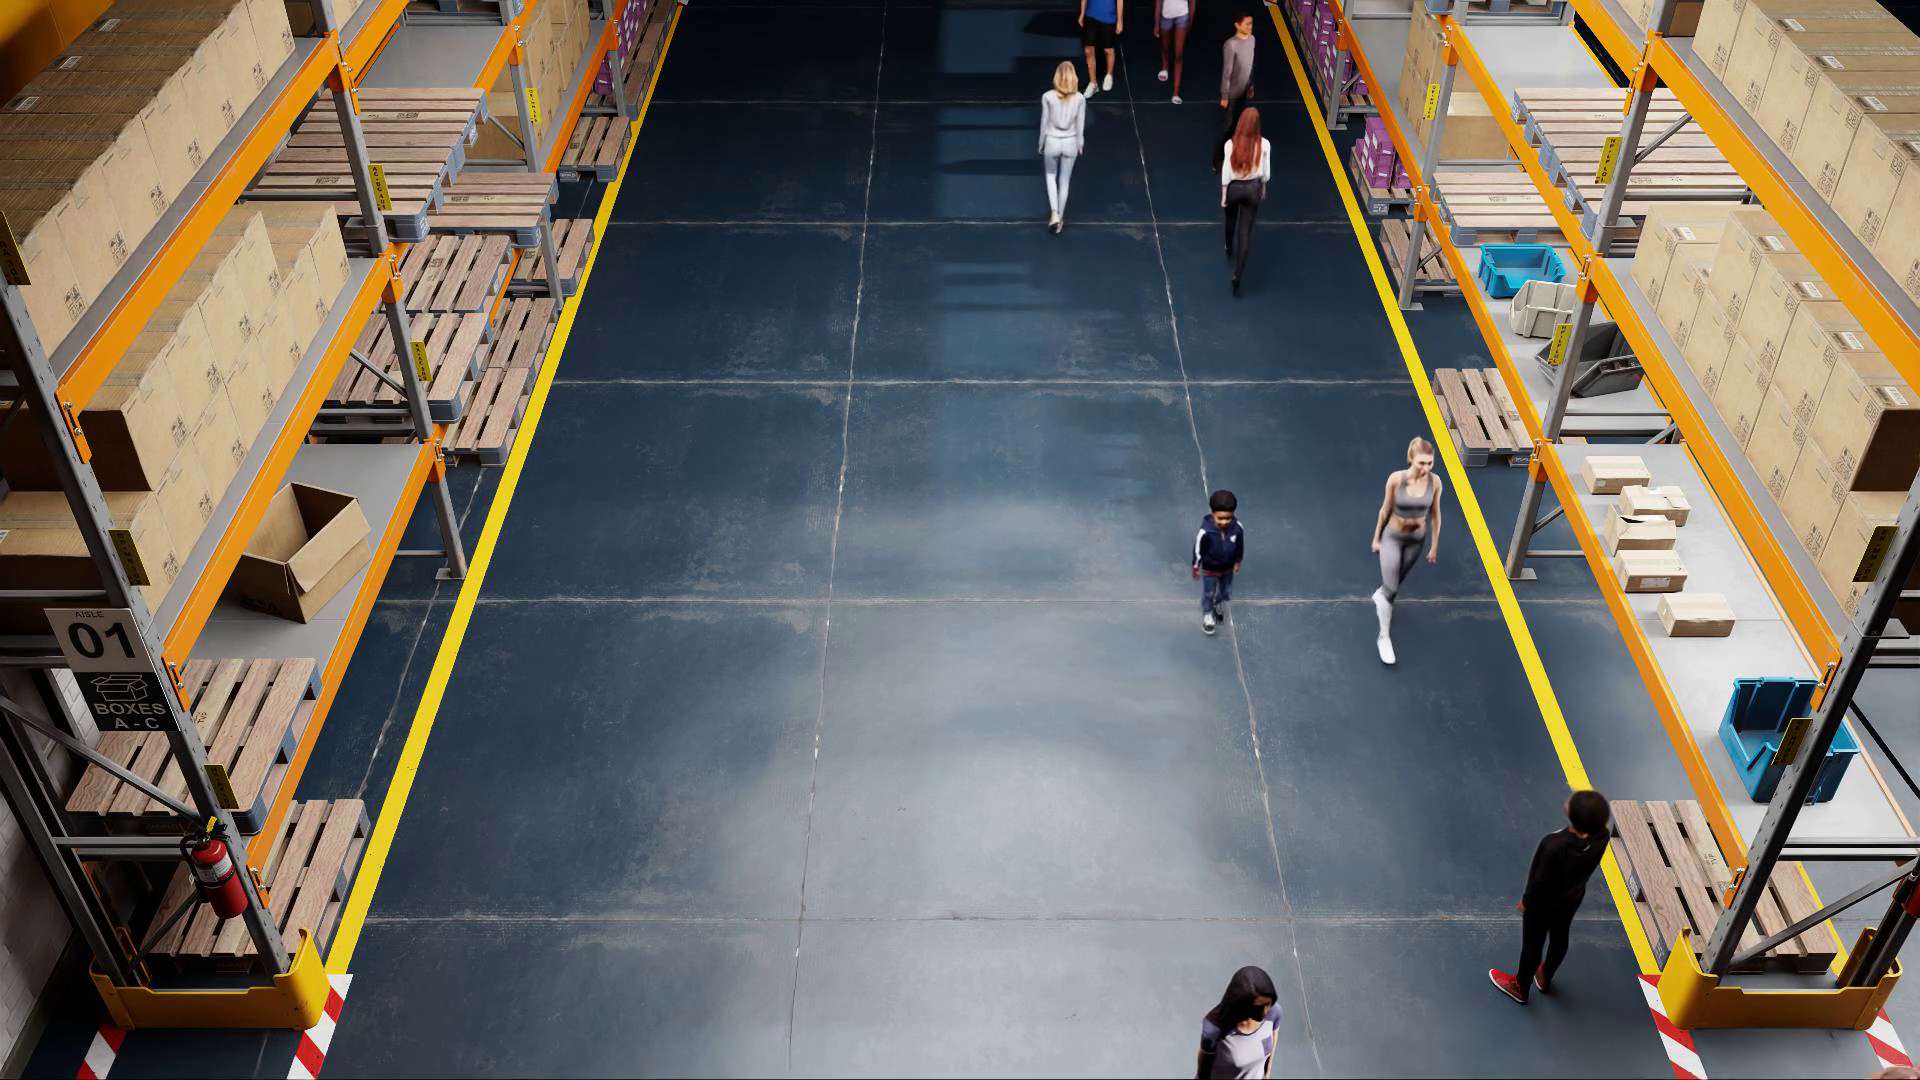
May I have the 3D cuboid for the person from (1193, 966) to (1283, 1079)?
[{"bbox_3d":[1.373,2.696,8.378,0.655,1.704,0.645,-15,41,-18],"label":"person"}]

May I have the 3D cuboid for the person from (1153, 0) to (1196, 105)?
[{"bbox_3d":[2.472,-6.025,19.324,0.714,1.672,1.246,4,39,5],"label":"person"}]

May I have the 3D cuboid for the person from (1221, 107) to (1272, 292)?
[{"bbox_3d":[2.682,-3.186,15.742,0.657,1.707,1.163,2,39,3],"label":"person"}]

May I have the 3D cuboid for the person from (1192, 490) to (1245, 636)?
[{"bbox_3d":[1.856,0.122,11.995,0.551,1.214,0.526,-4,39,-5],"label":"person"}]

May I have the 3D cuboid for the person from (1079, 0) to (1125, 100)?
[{"bbox_3d":[1.664,-6.088,19.288,0.914,1.817,1.047,11,40,13],"label":"person"}]

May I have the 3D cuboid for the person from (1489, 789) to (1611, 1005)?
[{"bbox_3d":[3.341,1.980,9.300,0.677,1.672,0.684,-16,41,-19],"label":"person"}]

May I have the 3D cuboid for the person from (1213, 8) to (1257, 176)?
[{"bbox_3d":[2.910,-4.793,17.705,0.794,1.768,0.732,-6,39,-8],"label":"person"}]

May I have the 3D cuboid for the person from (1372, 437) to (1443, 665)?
[{"bbox_3d":[3.140,-0.034,11.819,0.605,1.676,0.964,-2,39,-2],"label":"person"}]

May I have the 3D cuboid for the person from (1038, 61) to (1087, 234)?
[{"bbox_3d":[0.999,-3.850,16.508,0.613,1.788,0.680,2,39,2],"label":"person"}]
